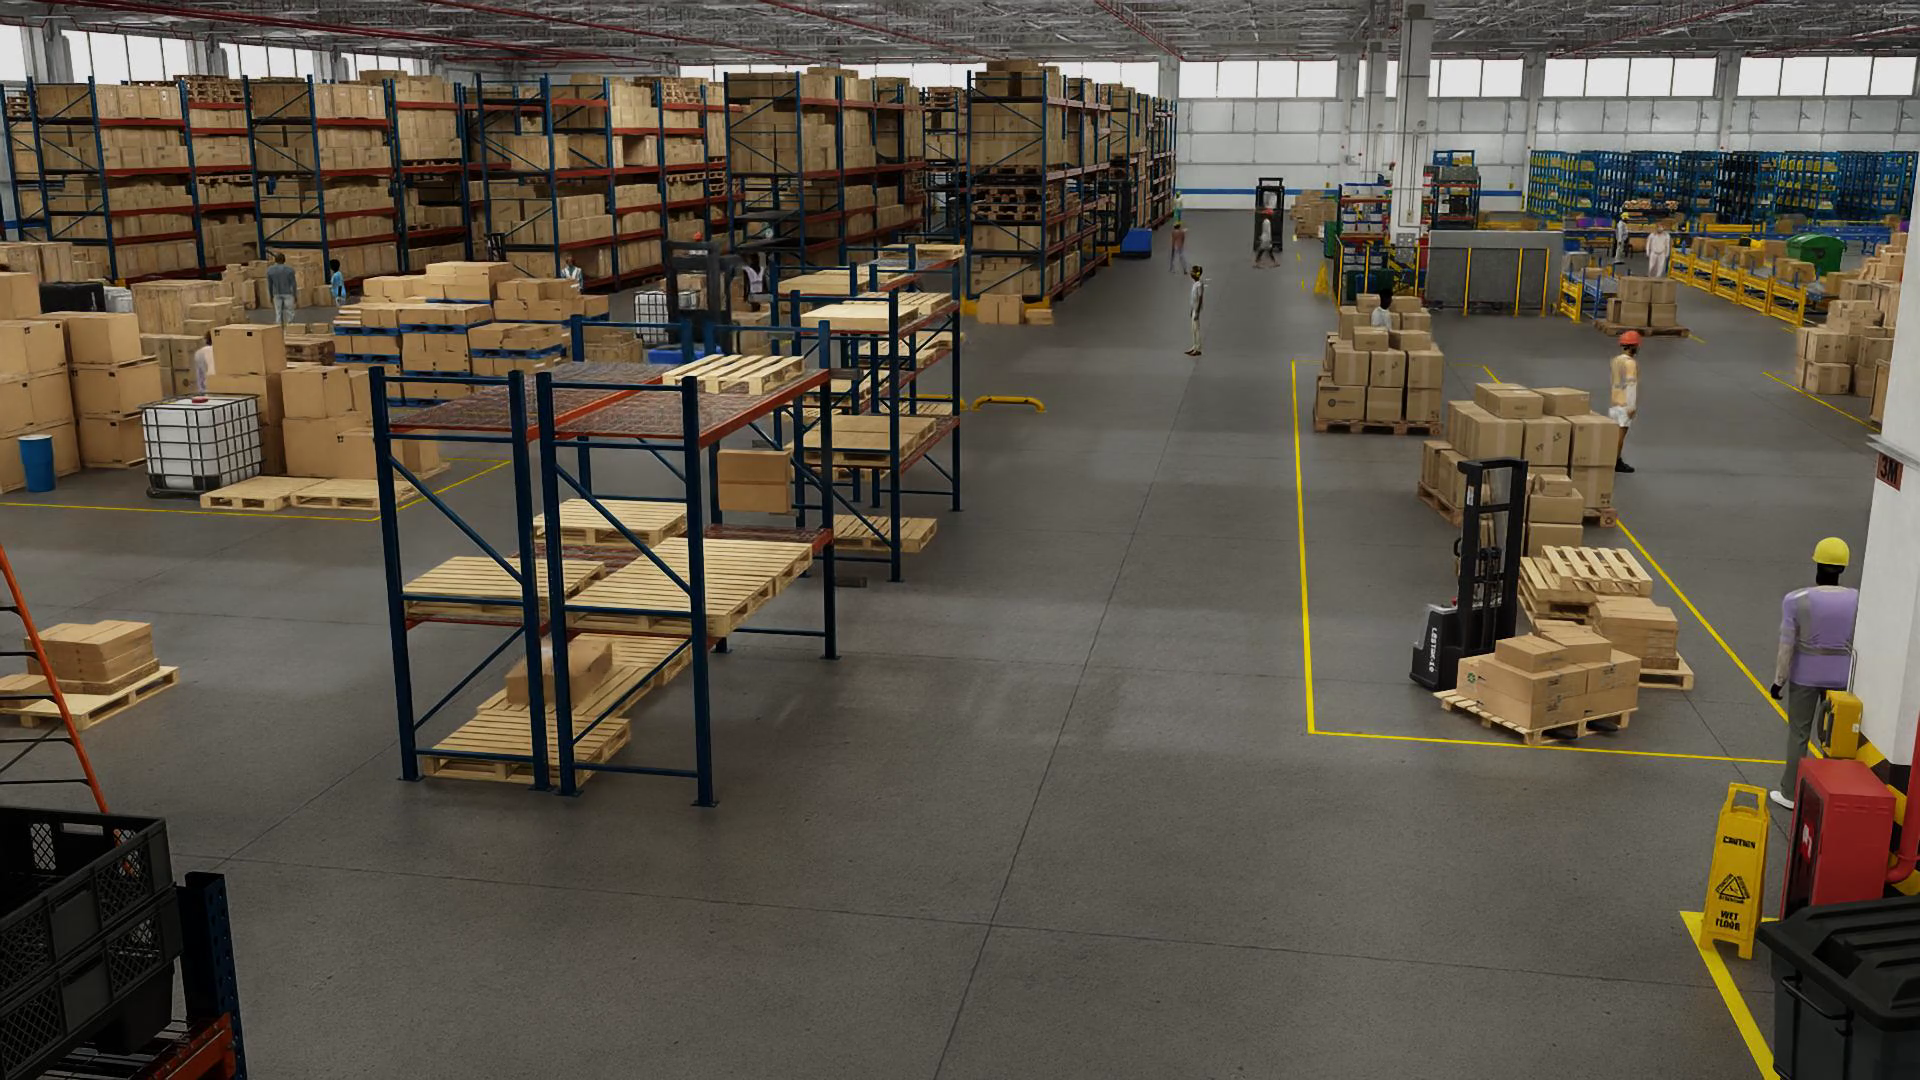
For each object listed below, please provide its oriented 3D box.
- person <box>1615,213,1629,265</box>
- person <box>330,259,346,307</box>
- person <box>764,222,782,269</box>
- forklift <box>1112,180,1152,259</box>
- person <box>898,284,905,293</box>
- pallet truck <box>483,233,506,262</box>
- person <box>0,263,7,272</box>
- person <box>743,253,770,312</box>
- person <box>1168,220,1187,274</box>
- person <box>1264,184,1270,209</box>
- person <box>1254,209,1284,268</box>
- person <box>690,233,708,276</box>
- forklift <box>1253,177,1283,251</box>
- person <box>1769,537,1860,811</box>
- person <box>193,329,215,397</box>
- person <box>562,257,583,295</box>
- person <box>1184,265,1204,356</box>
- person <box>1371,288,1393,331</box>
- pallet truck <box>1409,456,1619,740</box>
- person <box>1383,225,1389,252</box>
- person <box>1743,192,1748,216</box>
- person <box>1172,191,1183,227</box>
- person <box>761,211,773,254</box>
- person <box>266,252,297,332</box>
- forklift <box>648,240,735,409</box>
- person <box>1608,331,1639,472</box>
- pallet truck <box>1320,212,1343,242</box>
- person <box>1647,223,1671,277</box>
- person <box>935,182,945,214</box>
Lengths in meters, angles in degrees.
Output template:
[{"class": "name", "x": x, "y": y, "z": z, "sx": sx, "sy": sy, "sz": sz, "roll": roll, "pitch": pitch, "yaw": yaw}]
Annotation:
[{"class": "person", "x": 23.118, "y": -10.518, "z": 58.097, "sx": 0.403, "sy": 1.819, "sz": 0.601, "roll": 8, "pitch": 16, "yaw": 29}, {"class": "person", "x": -14.466, "y": -5.689, "z": 38.735, "sx": 0.322, "sy": 1.697, "sz": 0.531, "roll": -6, "pitch": 15, "yaw": -22}, {"class": "person", "x": -6.323, "y": -9.990, "z": 56.280, "sx": 0.532, "sy": 1.659, "sz": 0.825, "roll": 12, "pitch": 18, "yaw": 39}, {"class": "forklift", "x": 6.082, "y": -11.722, "z": 60.796, "sx": 1.873, "sy": 2.768, "sz": 1.129, "roll": 2, "pitch": 14, "yaw": 9}, {"class": "person", "x": -1.327, "y": -4.606, "z": 34.512, "sx": 0.807, "sy": 1.599, "sz": 0.541, "roll": -4, "pitch": 14, "yaw": -16}, {"class": "pallet truck", "x": -11.832, "y": -7.026, "z": 43.548, "sx": 1.885, "sy": 1.965, "sz": 0.823, "roll": 8, "pitch": 16, "yaw": 28}, {"class": "person", "x": -20.653, "y": -5.111, "z": 36.147, "sx": 0.721, "sy": 1.824, "sz": 0.632, "roll": -2, "pitch": 14, "yaw": -9}, {"class": "person", "x": -4.579, "y": -5.598, "z": 37.982, "sx": 0.886, "sy": 1.884, "sz": 0.614, "roll": 11, "pitch": 18, "yaw": 39}, {"class": "person", "x": 7.170, "y": -9.604, "z": 54.550, "sx": 0.525, "sy": 1.735, "sz": 0.809, "roll": -5, "pitch": 15, "yaw": -20}, {"class": "person", "x": 16.671, "y": -18.443, "z": 90.400, "sx": 0.326, "sy": 1.752, "sz": 0.561, "roll": 4, "pitch": 14, "yaw": 15}, {"class": "person", "x": 10.549, "y": -10.276, "z": 56.742, "sx": 1.044, "sy": 1.988, "sz": 0.613, "roll": 3, "pitch": 14, "yaw": 11}, {"class": "person", "x": -6.996, "y": -7.268, "z": 44.645, "sx": 0.545, "sy": 1.942, "sz": 0.354, "roll": 3, "pitch": 14, "yaw": 11}, {"class": "forklift", "x": 12.083, "y": -12.747, "z": 64.956, "sx": 1.129, "sy": 2.768, "sz": 1.873, "roll": 3, "pitch": 14, "yaw": 10}, {"class": "person", "x": 5.880, "y": 0.927, "z": 11.399, "sx": 0.584, "sy": 1.928, "sz": 0.372, "roll": 2, "pitch": 14, "yaw": 8}, {"class": "person", "x": -10.706, "y": -2.142, "z": 24.152, "sx": 0.715, "sy": 1.800, "sz": 0.718, "roll": -6, "pitch": 15, "yaw": -21}, {"class": "person", "x": -9.369, "y": -6.025, "z": 40.241, "sx": 0.523, "sy": 1.631, "sz": 0.315, "roll": 0, "pitch": 14, "yaw": -2}, {"class": "person", "x": 4.907, "y": -4.783, "z": 34.693, "sx": 0.328, "sy": 1.876, "sz": 0.514, "roll": -1, "pitch": 14, "yaw": -4}, {"class": "person", "x": 7.298, "y": -3.394, "z": 28.867, "sx": 0.371, "sy": 1.963, "sz": 0.608, "roll": 8, "pitch": 16, "yaw": 29}, {"class": "pallet truck", "x": 4.504, "y": 0.400, "z": 13.395, "sx": 0.823, "sy": 1.965, "sz": 1.885, "roll": -6, "pitch": 15, "yaw": -23}, {"class": "person", "x": 14.419, "y": -9.882, "z": 55.914, "sx": 0.287, "sy": 1.626, "sz": 0.497, "roll": -10, "pitch": 17, "yaw": -35}, {"class": "person", "x": 37.710, "y": -15.860, "z": 79.753, "sx": 0.598, "sy": 1.830, "sz": 0.403, "roll": -6, "pitch": 15, "yaw": -22}, {"class": "person", "x": 10.649, "y": -16.201, "z": 81.339, "sx": 0.525, "sy": 1.736, "sz": 0.803, "roll": 3, "pitch": 14, "yaw": 14}, {"class": "person", "x": -7.291, "y": -11.662, "z": 63.141, "sx": 0.494, "sy": 1.624, "sz": 0.279, "roll": -1, "pitch": 14, "yaw": -3}, {"class": "person", "x": -15.286, "y": -5.513, "z": 37.542, "sx": 0.629, "sy": 1.931, "sz": 0.376, "roll": -2, "pitch": 14, "yaw": -9}, {"class": "forklift", "x": -4.469, "y": -3.624, "z": 27.917, "sx": 1.129, "sy": 2.768, "sz": 1.873, "roll": 3, "pitch": 14, "yaw": 10}, {"class": "person", "x": 9.105, "y": -1.892, "z": 22.878, "sx": 0.372, "sy": 1.915, "sz": 0.586, "roll": -2, "pitch": 14, "yaw": -7}, {"class": "pallet truck", "x": 15.874, "y": -13.227, "z": 70.310, "sx": 0.680, "sy": 1.201, "sz": 1.601, "roll": 10, "pitch": 17, "yaw": 35}, {"class": "person", "x": 21.085, "y": -8.607, "z": 50.203, "sx": 0.665, "sy": 1.883, "sz": 0.675, "roll": 5, "pitch": 15, "yaw": 18}, {"class": "person", "x": -1.230, "y": -19.231, "z": 93.553, "sx": 0.909, "sy": 1.763, "sz": 0.624, "roll": 3, "pitch": 14, "yaw": 11}]
